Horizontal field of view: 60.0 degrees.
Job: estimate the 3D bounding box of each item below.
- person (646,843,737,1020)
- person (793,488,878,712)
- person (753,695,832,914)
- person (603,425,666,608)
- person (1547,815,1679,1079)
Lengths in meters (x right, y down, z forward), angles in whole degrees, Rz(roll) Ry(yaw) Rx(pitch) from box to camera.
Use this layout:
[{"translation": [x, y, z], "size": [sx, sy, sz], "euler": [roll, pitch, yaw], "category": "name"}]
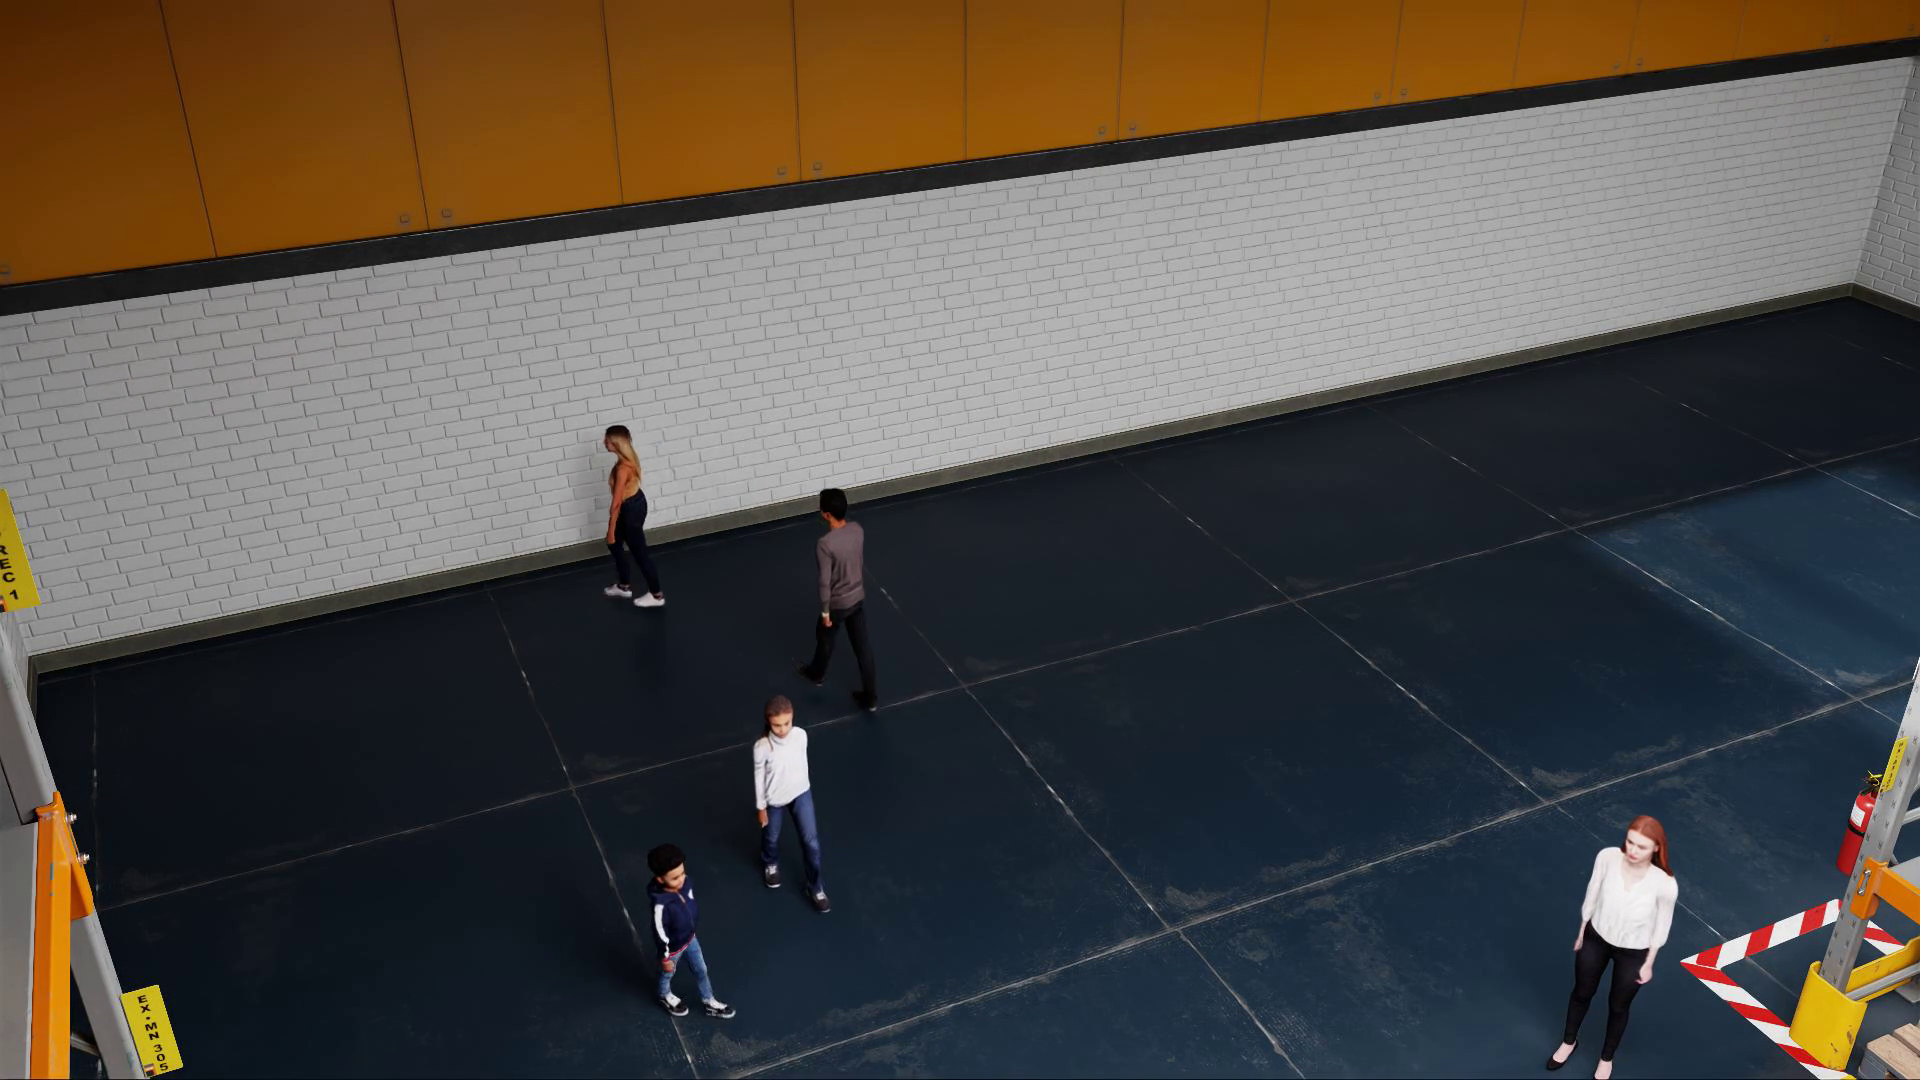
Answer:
[{"translation": [-1.644, 2.200, 9.381], "size": [0.823, 1.204, 0.736], "euler": [16, 32, 27], "category": "person"}, {"translation": [-0.780, 0.475, 11.987], "size": [1.130, 1.736, 0.940], "euler": [-14, 31, -24], "category": "person"}, {"translation": [-1.093, 1.548, 10.251], "size": [0.535, 1.516, 0.853], "euler": [-12, 31, -20], "category": "person"}, {"translation": [-2.546, -0.168, 13.299], "size": [0.820, 1.610, 0.807], "euler": [0, 29, 0], "category": "person"}, {"translation": [3.487, 2.180, 8.840], "size": [0.577, 1.758, 0.717], "euler": [23, 36, 36], "category": "person"}]
